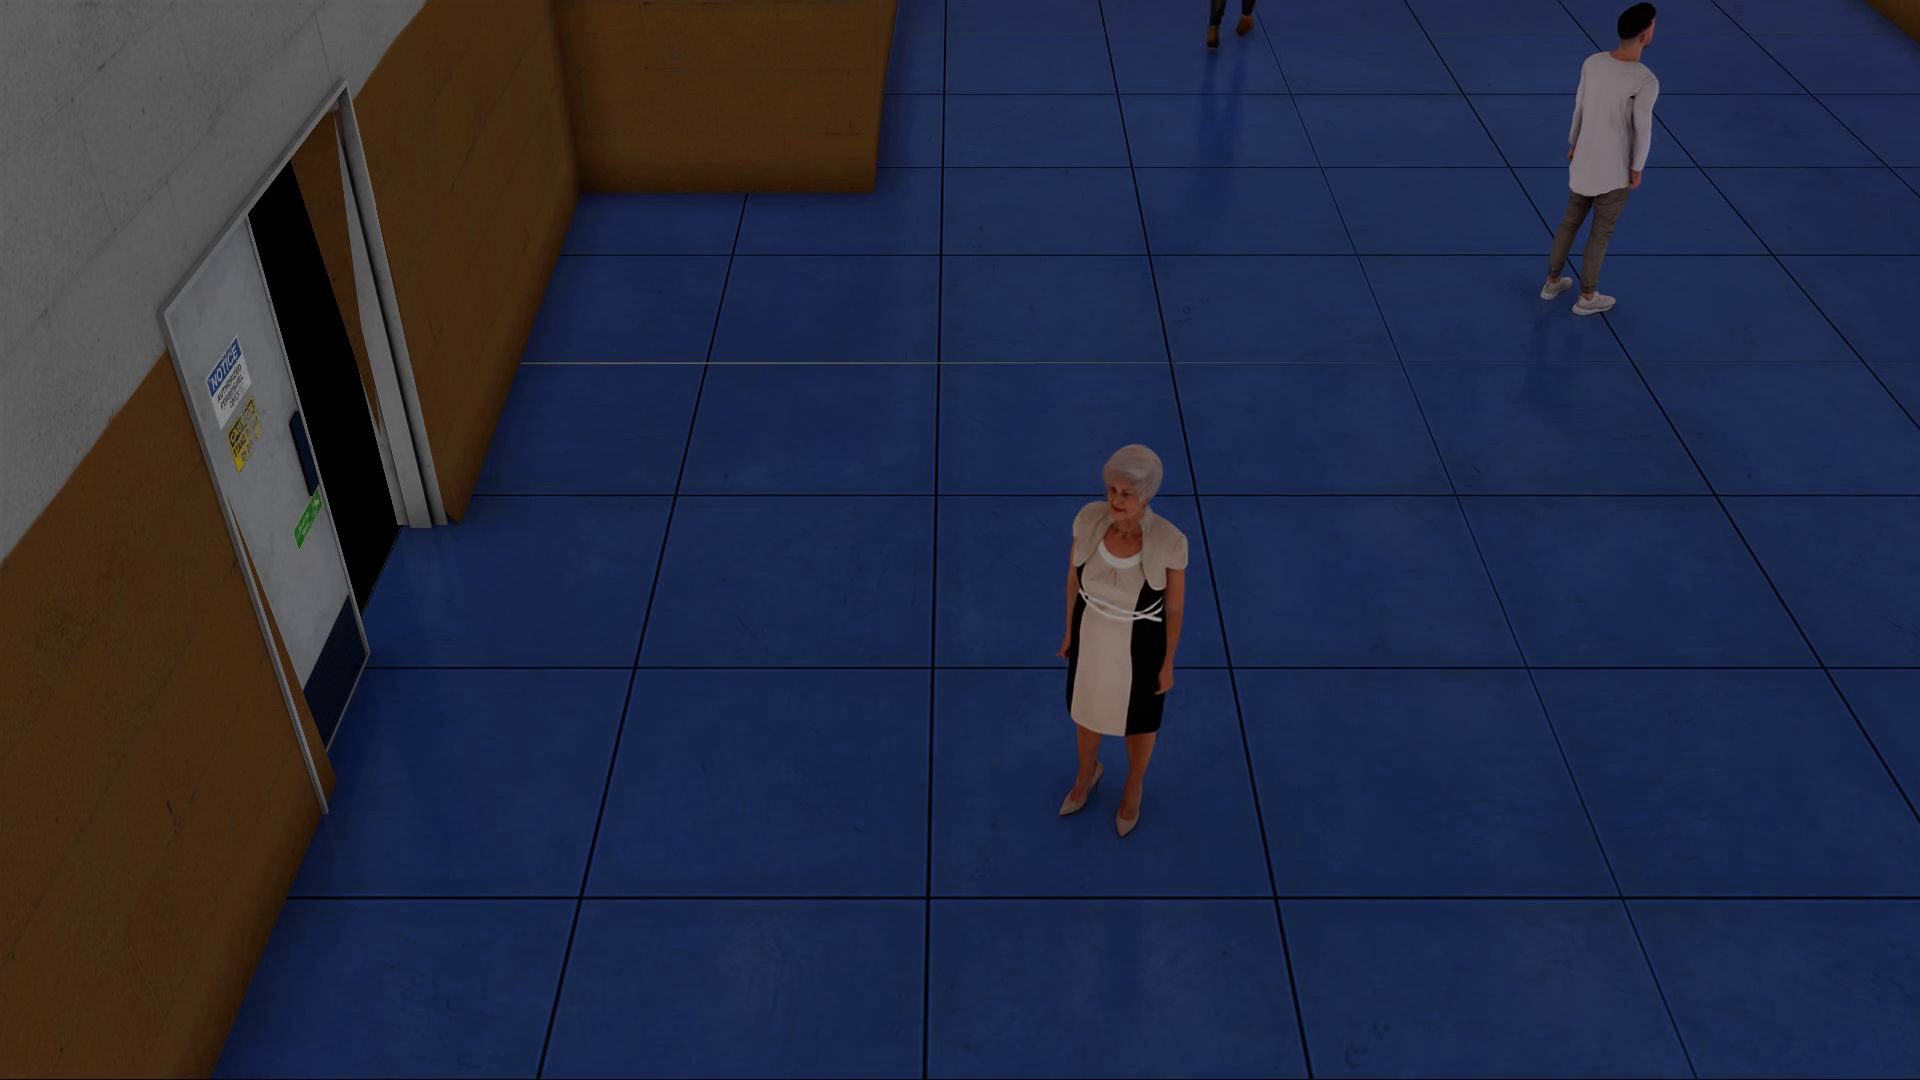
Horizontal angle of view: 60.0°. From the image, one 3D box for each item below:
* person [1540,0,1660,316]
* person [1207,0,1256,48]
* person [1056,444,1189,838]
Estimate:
[{"bbox_3d":[3.720,-2.196,9.603,0.763,1.840,0.756,-21,42,-26],"label":"person"},{"bbox_3d":[2.170,-4.716,13.088,1.088,1.687,0.921,12,39,16],"label":"person"},{"bbox_3d":[0.604,0.390,6.229,0.635,1.755,0.758,19,41,24],"label":"person"}]
